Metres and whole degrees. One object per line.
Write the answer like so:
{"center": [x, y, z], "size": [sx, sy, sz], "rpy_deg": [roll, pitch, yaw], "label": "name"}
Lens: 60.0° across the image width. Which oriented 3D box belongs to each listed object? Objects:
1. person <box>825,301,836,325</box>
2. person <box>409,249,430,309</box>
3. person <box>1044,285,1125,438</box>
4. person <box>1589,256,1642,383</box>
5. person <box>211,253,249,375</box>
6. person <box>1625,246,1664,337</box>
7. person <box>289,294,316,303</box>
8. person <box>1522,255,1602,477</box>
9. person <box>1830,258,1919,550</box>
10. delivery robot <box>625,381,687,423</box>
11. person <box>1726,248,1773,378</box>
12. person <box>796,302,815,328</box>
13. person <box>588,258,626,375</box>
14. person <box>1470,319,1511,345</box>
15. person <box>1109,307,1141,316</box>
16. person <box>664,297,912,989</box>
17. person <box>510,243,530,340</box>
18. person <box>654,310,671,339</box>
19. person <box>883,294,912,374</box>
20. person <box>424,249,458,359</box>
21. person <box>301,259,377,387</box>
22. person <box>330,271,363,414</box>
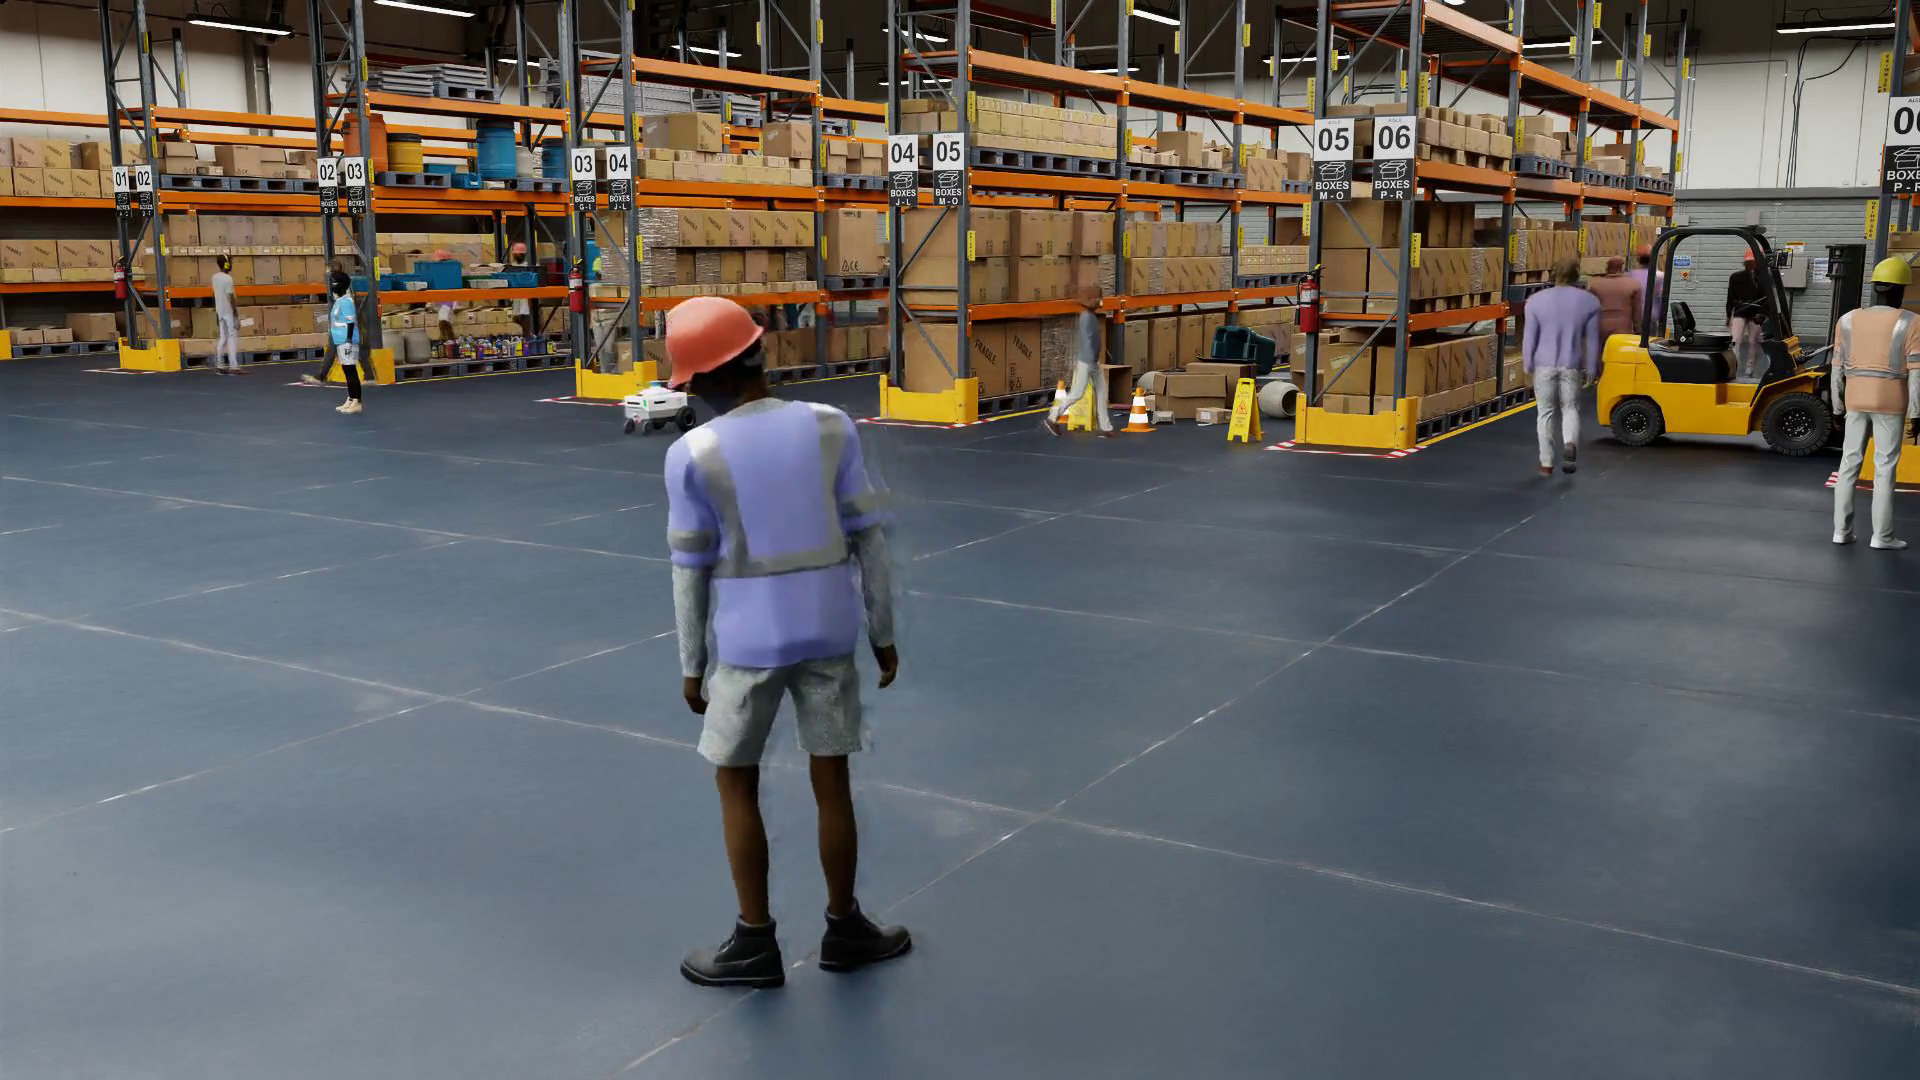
{"center": [-2.556, -4.465, 31.604], "size": [0.541, 1.721, 0.923], "rpy_deg": [7, 12, 33], "label": "person"}
{"center": [-11.017, -4.940, 33.766], "size": [0.592, 1.903, 0.466], "rpy_deg": [6, 12, 31], "label": "person"}
{"center": [1.294, -1.856, 17.328], "size": [0.804, 1.608, 0.502], "rpy_deg": [3, 11, 18], "label": "person"}
{"center": [8.458, -2.741, 21.537], "size": [0.640, 1.867, 0.950], "rpy_deg": [6, 12, 30], "label": "person"}
{"center": [-11.270, -3.464, 25.575], "size": [0.531, 1.868, 0.312], "rpy_deg": [6, 12, 32], "label": "person"}
{"center": [9.781, -3.209, 23.821], "size": [0.628, 1.989, 1.042], "rpy_deg": [6, 12, 30], "label": "person"}
{"center": [-12.093, -4.328, 30.514], "size": [0.601, 1.830, 0.404], "rpy_deg": [5, 11, 28], "label": "person"}
{"center": [5.155, -1.477, 14.306], "size": [0.630, 1.925, 0.526], "rpy_deg": [2, 10, 11], "label": "person"}
{"center": [6.078, -0.895, 11.017], "size": [0.366, 1.926, 0.593], "rpy_deg": [-7, 13, -36], "label": "person"}
{"center": [-3.246, -1.460, 17.766], "size": [0.477, 0.478, 0.707], "rpy_deg": [6, 12, 32], "label": "delivery robot"}
{"center": [11.445, -3.256, 24.186], "size": [0.649, 1.939, 1.005], "rpy_deg": [8, 13, 36], "label": "person"}
{"center": [-2.516, -3.850, 28.108], "size": [0.504, 1.726, 0.503], "rpy_deg": [4, 11, 23], "label": "person"}
{"center": [-5.032, -3.072, 23.523], "size": [0.615, 1.814, 0.434], "rpy_deg": [4, 11, 20], "label": "person"}
{"center": [10.554, -4.773, 32.957], "size": [0.712, 1.847, 0.520], "rpy_deg": [4, 11, 20], "label": "person"}
{"center": [2.814, -3.937, 28.100], "size": [0.627, 1.924, 0.998], "rpy_deg": [5, 11, 27], "label": "person"}
{"center": [-0.447, 0.283, 4.570], "size": [0.695, 1.889, 0.374], "rpy_deg": [-4, 11, -19], "label": "person"}
{"center": [-8.233, -4.596, 31.461], "size": [0.626, 2.030, 0.633], "rpy_deg": [7, 12, 33], "label": "person"}
{"center": [-5.783, -4.576, 32.441], "size": [0.514, 1.642, 0.310], "rpy_deg": [2, 10, 10], "label": "person"}
{"center": [-0.808, -2.909, 23.021], "size": [0.713, 1.674, 0.542], "rpy_deg": [-8, 13, -37], "label": "person"}
{"center": [-9.155, -4.126, 29.171], "size": [0.574, 1.897, 0.886], "rpy_deg": [7, 12, 34], "label": "person"}
{"center": [-8.717, -3.023, 23.312], "size": [1.003, 1.783, 0.503], "rpy_deg": [-2, 10, -12], "label": "person"}
{"center": [-7.329, -2.353, 19.829], "size": [0.316, 1.695, 0.541], "rpy_deg": [-6, 12, -29], "label": "person"}
